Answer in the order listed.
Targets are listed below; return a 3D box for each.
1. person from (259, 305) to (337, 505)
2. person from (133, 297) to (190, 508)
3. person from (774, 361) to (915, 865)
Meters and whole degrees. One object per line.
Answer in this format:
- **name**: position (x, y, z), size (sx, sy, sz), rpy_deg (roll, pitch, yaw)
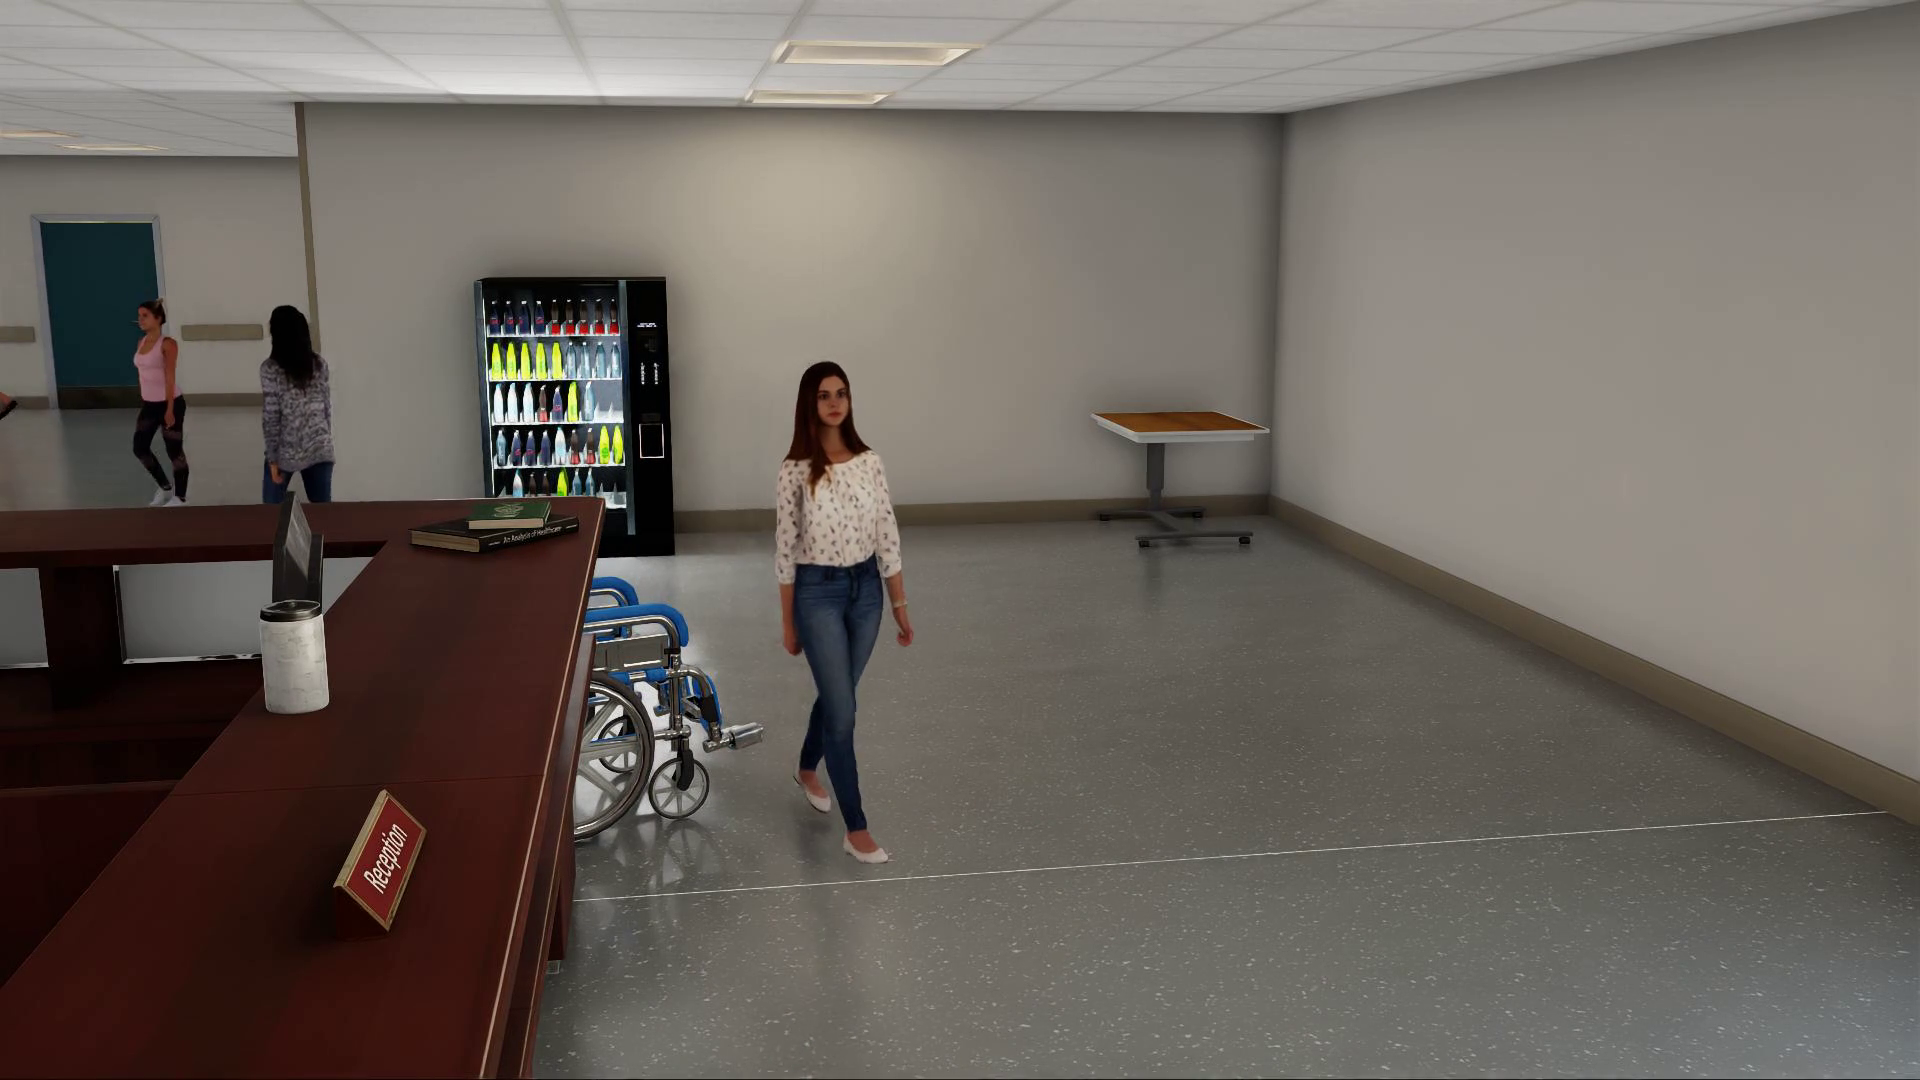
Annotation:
- **person**: position (-3.808, -0.487, 9.722), size (1.021, 1.704, 1.010), rpy_deg (-10, 15, -43)
- **person**: position (-6.066, -1.032, 12.780), size (0.645, 1.634, 0.726), rpy_deg (4, 11, 21)
- **person**: position (-0.468, 0.240, 5.952), size (1.126, 1.681, 0.907), rpy_deg (-6, 12, -29)
